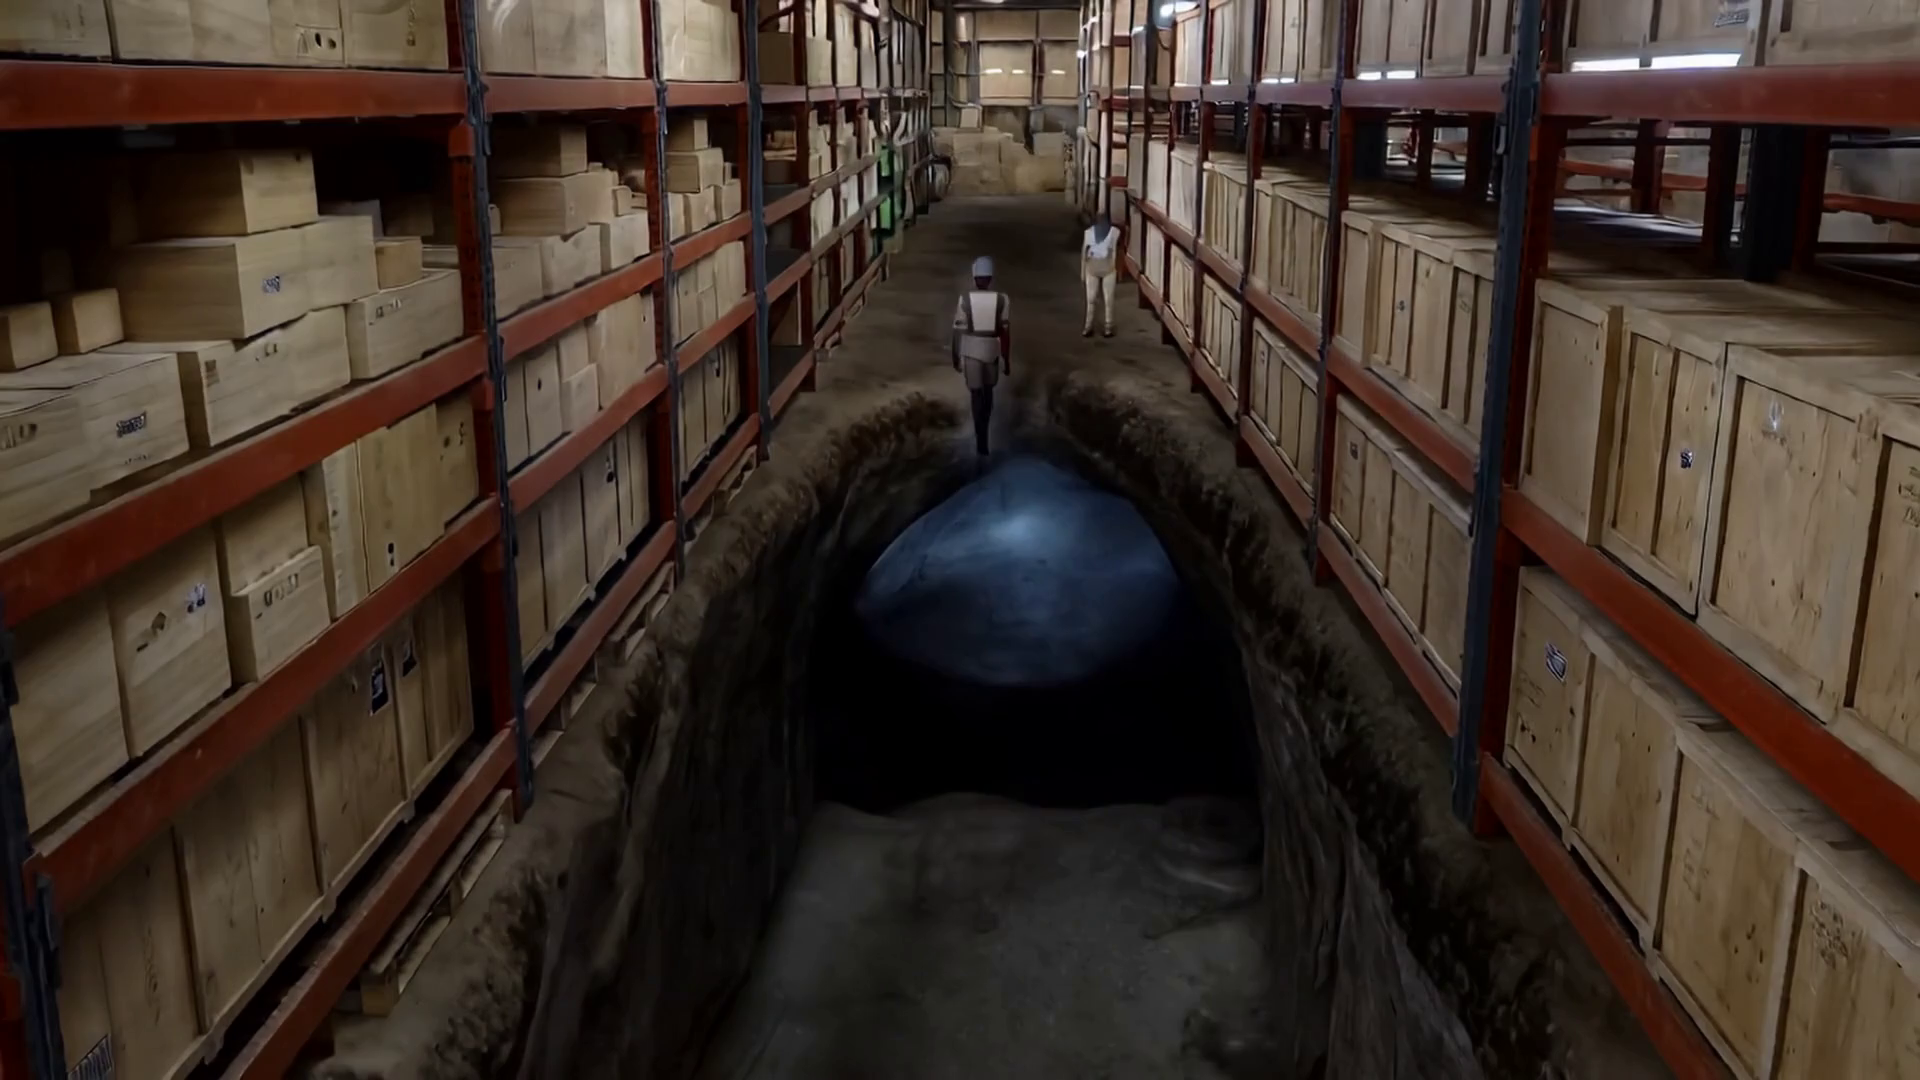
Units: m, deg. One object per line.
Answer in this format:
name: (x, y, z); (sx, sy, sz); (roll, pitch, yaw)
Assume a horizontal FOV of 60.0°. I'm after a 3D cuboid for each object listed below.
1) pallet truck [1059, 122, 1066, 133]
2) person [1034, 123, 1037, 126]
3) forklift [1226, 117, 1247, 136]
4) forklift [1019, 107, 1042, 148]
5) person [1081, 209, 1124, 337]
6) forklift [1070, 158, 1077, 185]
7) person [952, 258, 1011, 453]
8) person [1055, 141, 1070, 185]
pallet truck: (5.788, -21.111, 88.014); (1.885, 1.965, 0.823); (5, 16, 18)
person: (4.012, -20.952, 87.577); (0.586, 1.919, 0.399); (6, 16, 21)
forklift: (7.818, -10.305, 46.131); (1.129, 2.768, 1.873); (0, 15, 2)
forklift: (3.531, -19.640, 80.864); (1.129, 2.768, 1.873); (-8, 17, -26)
person: (2.049, -3.882, 24.206); (0.623, 1.844, 0.429); (5, 16, 19)
forklift: (5.113, -14.440, 61.520); (1.873, 2.768, 1.129); (10, 18, 33)
person: (0.208, -1.852, 16.575); (0.563, 1.885, 0.986); (-2, 15, -7)
person: (4.023, -14.580, 64.328); (0.651, 1.680, 0.542); (-2, 15, -8)
